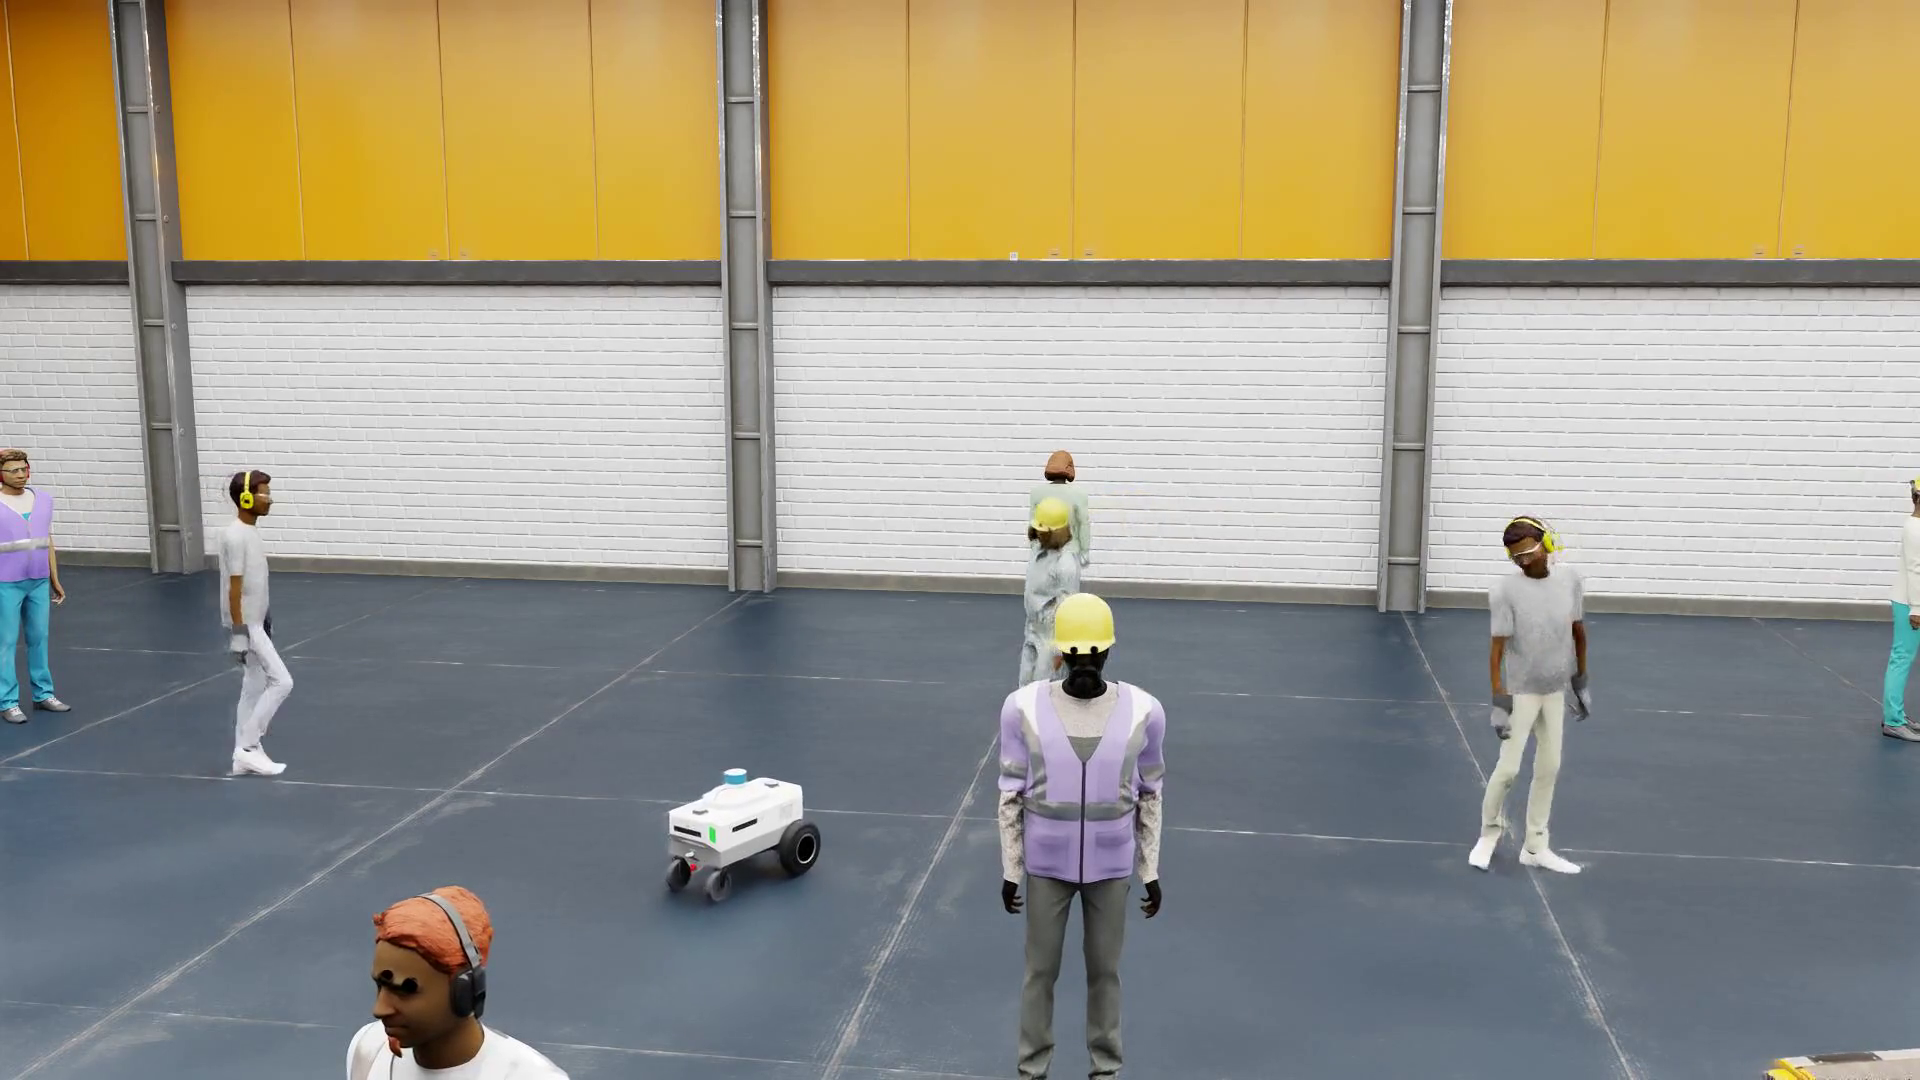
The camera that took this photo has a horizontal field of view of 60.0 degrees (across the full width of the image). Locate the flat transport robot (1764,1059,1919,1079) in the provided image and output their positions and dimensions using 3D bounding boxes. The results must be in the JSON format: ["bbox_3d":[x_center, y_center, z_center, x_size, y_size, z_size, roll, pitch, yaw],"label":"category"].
[{"bbox_3d":[3.414,1.985,5.698,1.431,0.197,0.652,-1,9,-8],"label":"flat transport robot"}]

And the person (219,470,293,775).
[{"bbox_3d":[-4.205,0.508,9.939,0.455,1.851,0.573,-2,10,-15],"label":"person"}]

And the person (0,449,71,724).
[{"bbox_3d":[-6.368,0.298,11.255,0.384,1.845,0.569,4,10,25],"label":"person"}]

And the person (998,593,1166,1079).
[{"bbox_3d":[0.428,1.131,5.871,0.587,1.928,0.382,0,9,0],"label":"person"}]

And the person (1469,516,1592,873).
[{"bbox_3d":[2.867,0.783,8.375,0.631,1.821,0.388,-3,10,-17],"label":"person"}]

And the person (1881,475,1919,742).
[{"bbox_3d":[6.218,0.417,10.798,0.326,1.760,0.524,5,11,30],"label":"person"}]

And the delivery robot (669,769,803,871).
[{"bbox_3d":[-1.109,1.381,8.258,0.477,0.478,0.707,6,11,35],"label":"delivery robot"}]

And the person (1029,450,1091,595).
[{"bbox_3d":[0.788,0.106,13.096,0.498,1.632,0.284,4,10,21],"label":"person"}]

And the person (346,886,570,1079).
[{"bbox_3d":[-0.974,1.582,3.227,0.576,1.882,0.354,5,10,26],"label":"person"}]

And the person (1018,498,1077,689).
[{"bbox_3d":[0.576,0.580,9.884,0.505,1.714,0.524,-3,10,-20],"label":"person"}]
